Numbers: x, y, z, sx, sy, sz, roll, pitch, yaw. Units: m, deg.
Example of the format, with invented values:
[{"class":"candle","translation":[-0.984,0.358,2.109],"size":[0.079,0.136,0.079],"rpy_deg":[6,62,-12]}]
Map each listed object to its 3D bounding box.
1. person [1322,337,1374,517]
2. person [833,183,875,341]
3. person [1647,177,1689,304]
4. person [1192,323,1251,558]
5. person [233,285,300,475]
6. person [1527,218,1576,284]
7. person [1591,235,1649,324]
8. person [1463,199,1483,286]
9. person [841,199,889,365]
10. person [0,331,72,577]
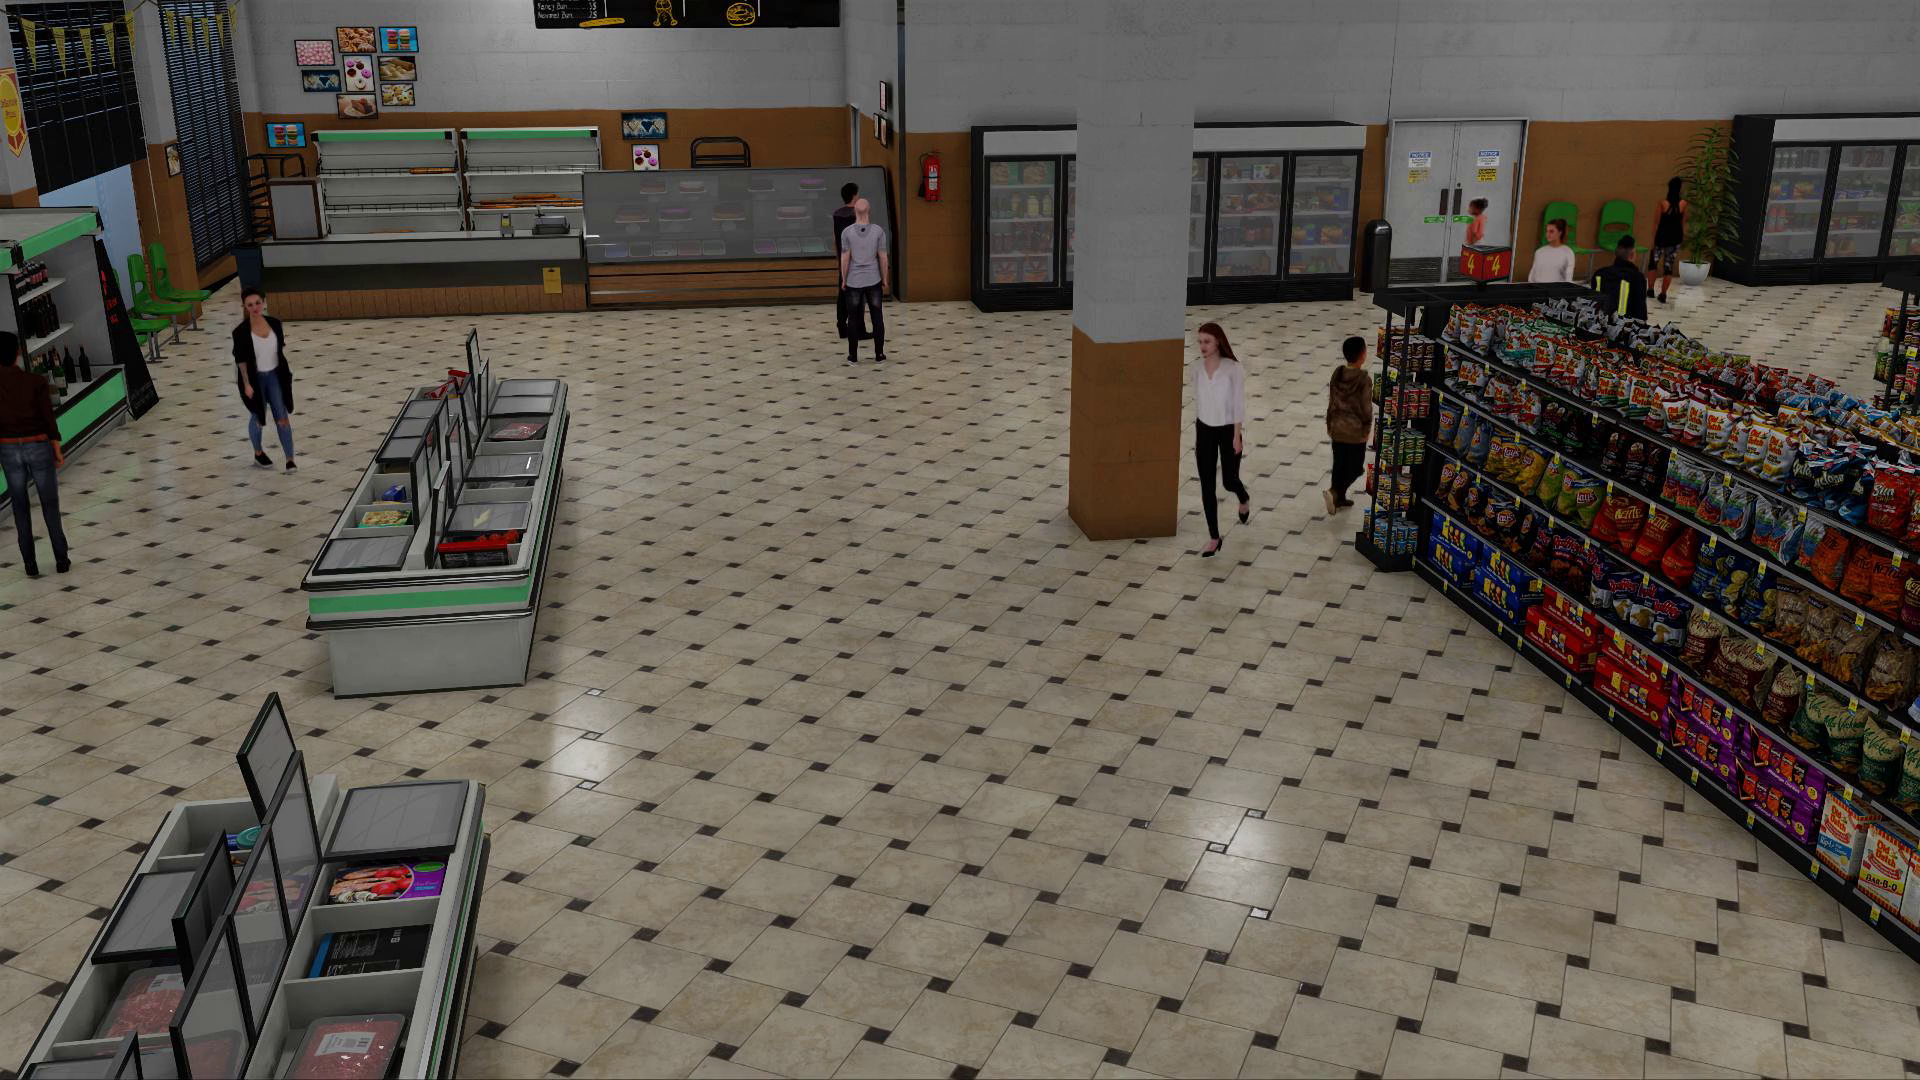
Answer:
[{"class":"person","translation":[3.055,-0.880,13.242],"size":[0.880,1.441,0.863],"rpy_deg":[-17,25,-41]},{"class":"person","translation":[-1.290,-3.322,19.847],"size":[0.726,1.848,0.795],"rpy_deg":[14,23,35]},{"class":"person","translation":[9.441,-3.988,22.127],"size":[0.700,1.653,0.782],"rpy_deg":[2,19,7]},{"class":"person","translation":[1.970,-0.755,12.424],"size":[0.994,1.727,1.058],"rpy_deg":[11,22,30]},{"class":"person","translation":[-6.070,-1.382,14.421],"size":[1.117,1.639,0.964],"rpy_deg":[16,24,39]},{"class":"person","translation":[6.379,-2.596,17.908],"size":[0.866,1.711,0.799],"rpy_deg":[-15,24,-38]},{"class":"person","translation":[6.179,-1.957,15.812],"size":[1.016,1.841,0.975],"rpy_deg":[-14,23,-37]},{"class":"person","translation":[7.065,-4.032,22.816],"size":[0.666,1.296,0.564],"rpy_deg":[6,20,17]},{"class":"person","translation":[-1.079,-2.895,18.599],"size":[0.688,1.837,0.594],"rpy_deg":[-2,19,-5]},{"class":"person","translation":[-6.698,-0.619,11.937],"size":[0.701,1.781,0.626],"rpy_deg":[-8,20,-23]}]
